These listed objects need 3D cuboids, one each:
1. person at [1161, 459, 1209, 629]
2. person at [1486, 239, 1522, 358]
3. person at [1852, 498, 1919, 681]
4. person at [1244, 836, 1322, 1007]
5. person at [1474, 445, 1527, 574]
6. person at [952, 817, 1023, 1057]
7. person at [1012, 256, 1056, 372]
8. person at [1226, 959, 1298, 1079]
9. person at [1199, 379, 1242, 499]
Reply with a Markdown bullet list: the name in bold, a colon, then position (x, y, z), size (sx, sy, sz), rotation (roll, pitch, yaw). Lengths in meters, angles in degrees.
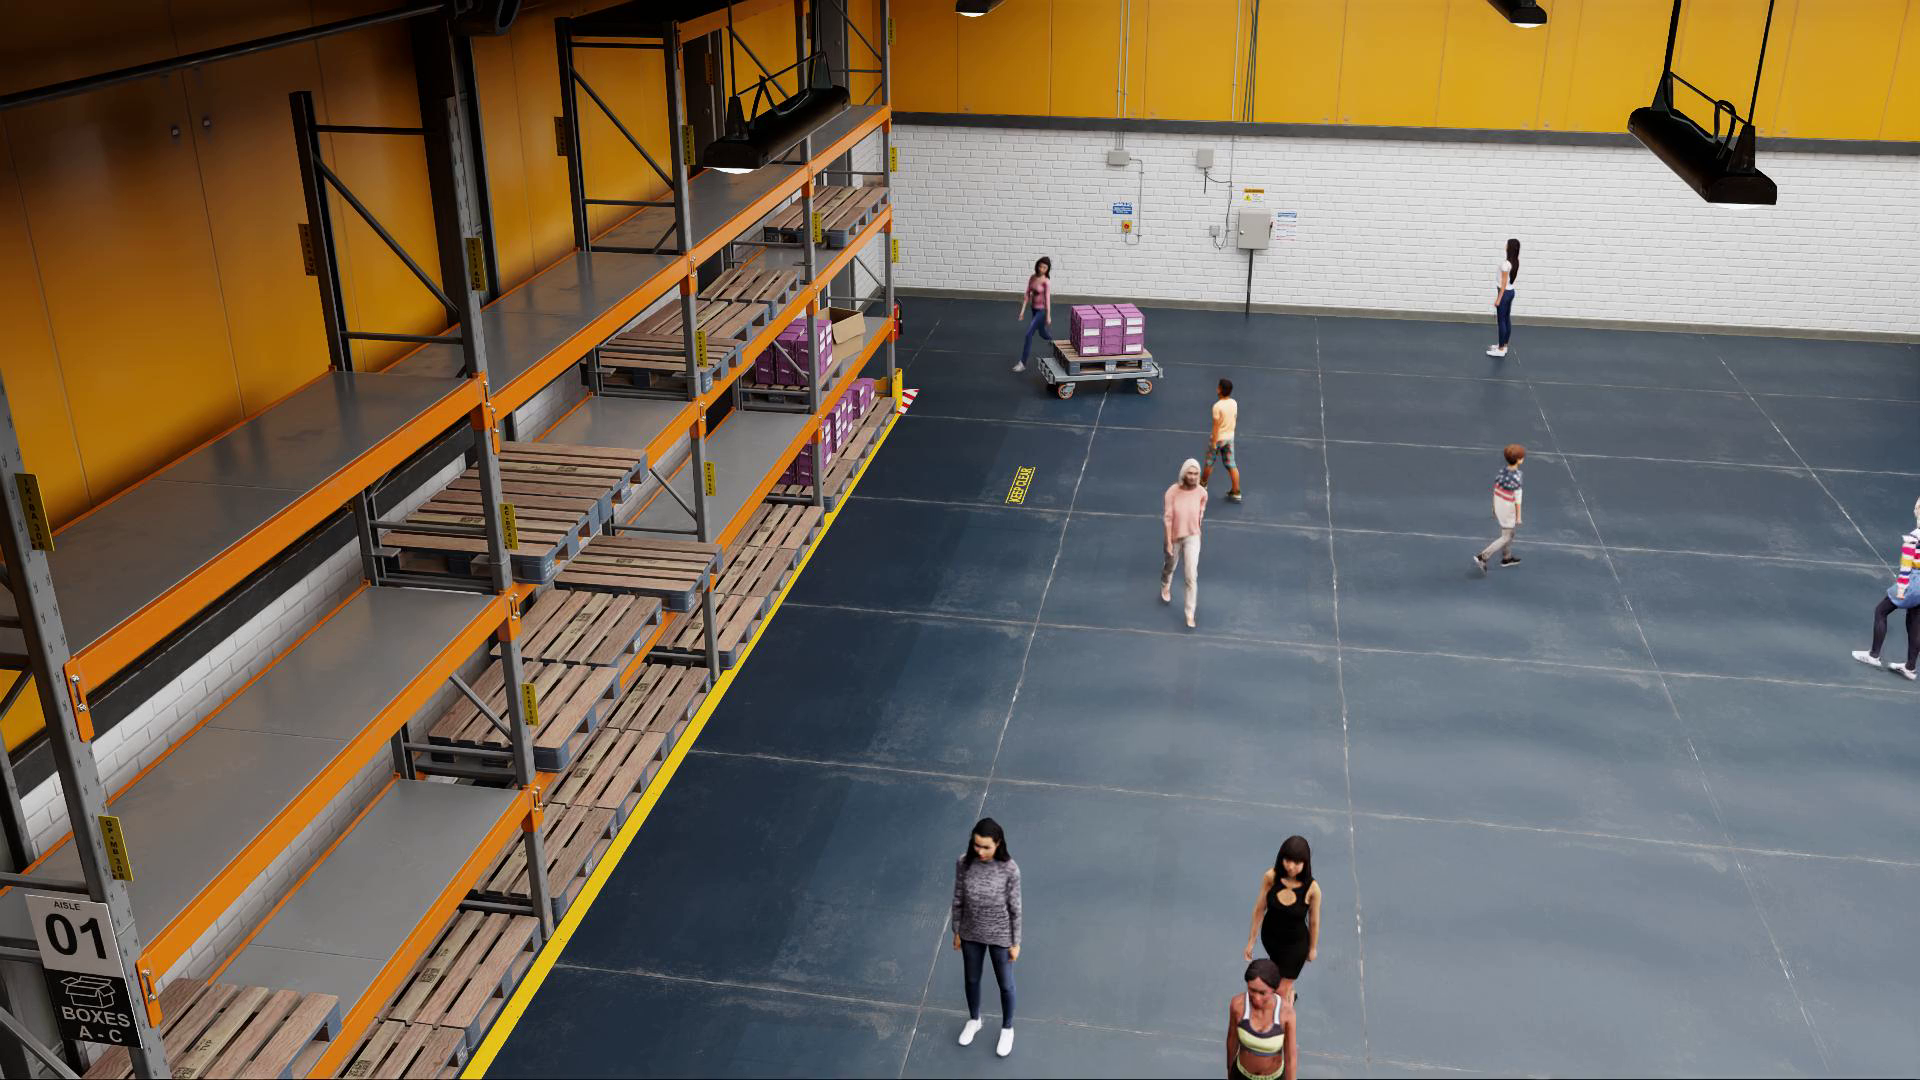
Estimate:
- **person**: position (2.205, -0.037, 16.761), size (0.787, 1.677, 1.219), rotation (-1, 24, -3)
- **person**: position (8.175, -3.636, 24.873), size (0.727, 1.774, 0.606), rotation (17, 29, 34)
- **person**: position (8.949, 0.464, 15.478), size (0.878, 1.788, 0.952), rotation (-9, 25, -20)
- **person**: position (2.134, 2.595, 10.838), size (0.831, 1.599, 1.124), rotation (14, 27, 29)
- **person**: position (5.792, -0.317, 17.719), size (0.862, 1.423, 0.919), rotation (-9, 25, -19)
- **person**: position (0.187, 2.538, 10.803), size (0.644, 1.731, 0.574), rotation (8, 25, 17)
- **person**: position (1.222, -3.304, 24.221), size (1.143, 1.689, 1.143), rotation (-12, 26, -25)
- **person**: position (1.744, 3.087, 9.595), size (0.606, 1.693, 1.180), rotation (6, 24, 13)
- **person**: position (3.155, -1.161, 19.648), size (0.945, 1.425, 1.035), rotation (-14, 27, -28)
